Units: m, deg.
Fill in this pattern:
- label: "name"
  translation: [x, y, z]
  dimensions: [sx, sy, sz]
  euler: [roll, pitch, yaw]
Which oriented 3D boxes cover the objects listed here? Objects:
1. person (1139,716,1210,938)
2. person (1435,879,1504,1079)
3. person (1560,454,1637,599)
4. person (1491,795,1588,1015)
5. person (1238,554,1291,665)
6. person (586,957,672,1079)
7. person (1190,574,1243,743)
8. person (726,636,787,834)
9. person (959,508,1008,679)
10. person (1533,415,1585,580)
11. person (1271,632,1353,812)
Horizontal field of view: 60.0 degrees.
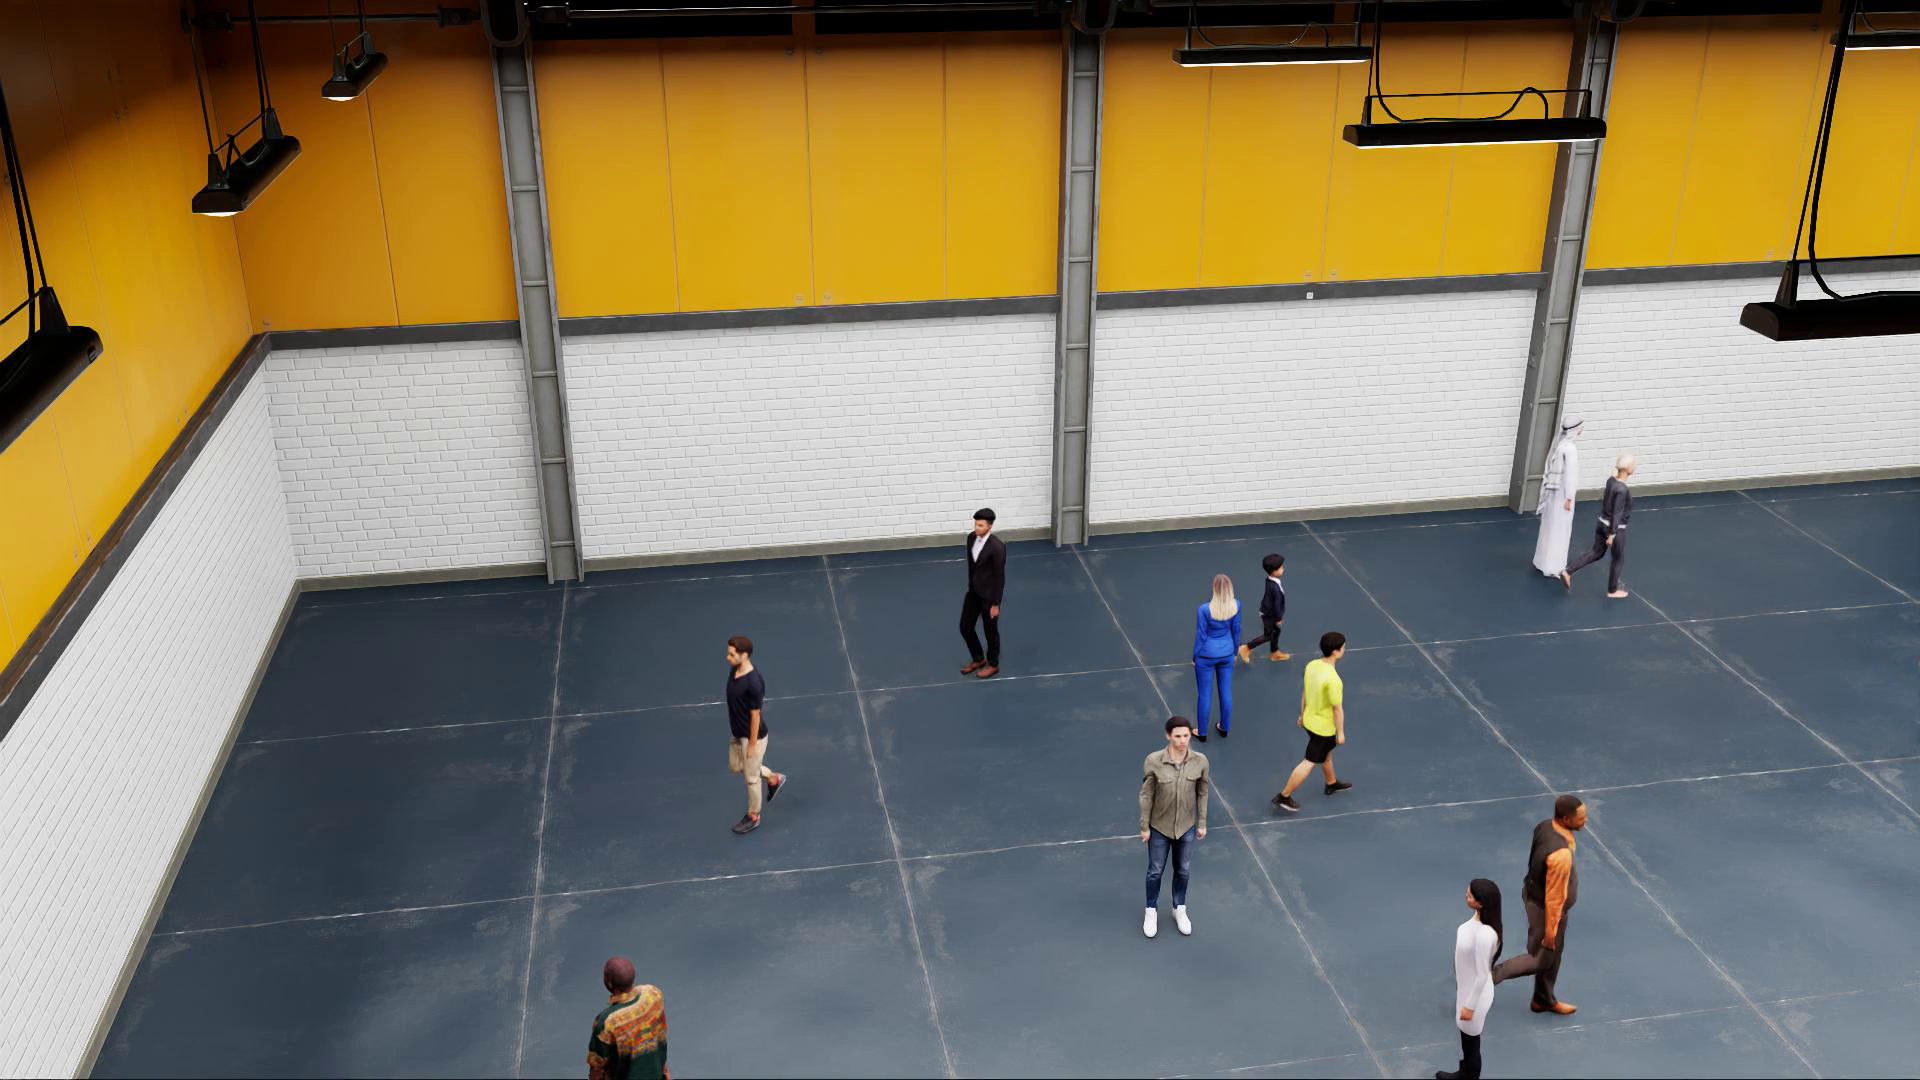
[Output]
- label: "person"
  translation: [1.651, 2.200, 12.943]
  dimensions: [0.545, 1.867, 0.777]
  euler: [-2, 24, -5]
- label: "person"
  translation: [3.439, 3.032, 11.114]
  dimensions: [0.657, 1.807, 0.680]
  euler: [6, 24, 14]
- label: "person"
  translation: [7.176, -0.154, 18.530]
  dimensions: [0.985, 1.704, 0.646]
  euler: [-2, 24, -4]
- label: "person"
  translation: [4.088, 2.641, 11.916]
  dimensions: [1.208, 1.880, 0.927]
  euler: [3, 24, 7]
- label: "person"
  translation: [3.158, 0.731, 17.121]
  dimensions: [0.831, 1.210, 0.587]
  euler: [0, 24, -1]
- label: "person"
  translation: [-1.962, 3.404, 10.310]
  dimensions: [1.181, 1.769, 1.137]
  euler: [16, 28, 33]
- label: "person"
  translation: [2.410, 1.101, 15.664]
  dimensions: [0.531, 1.701, 0.715]
  euler: [-8, 25, -17]
- label: "person"
  translation: [-1.738, 1.633, 14.269]
  dimensions: [0.984, 1.843, 0.862]
  euler: [-16, 28, -33]
- label: "person"
  translation: [0.320, 0.511, 16.809]
  dimensions: [0.852, 1.864, 0.842]
  euler: [-19, 30, -37]
- label: "person"
  translation: [6.888, -0.524, 19.100]
  dimensions: [0.690, 1.925, 0.734]
  euler: [-1, 24, -1]
- label: "person"
  translation: [3.081, 1.614, 14.526]
  dimensions: [1.139, 1.671, 0.759]
  euler: [-8, 25, -17]
